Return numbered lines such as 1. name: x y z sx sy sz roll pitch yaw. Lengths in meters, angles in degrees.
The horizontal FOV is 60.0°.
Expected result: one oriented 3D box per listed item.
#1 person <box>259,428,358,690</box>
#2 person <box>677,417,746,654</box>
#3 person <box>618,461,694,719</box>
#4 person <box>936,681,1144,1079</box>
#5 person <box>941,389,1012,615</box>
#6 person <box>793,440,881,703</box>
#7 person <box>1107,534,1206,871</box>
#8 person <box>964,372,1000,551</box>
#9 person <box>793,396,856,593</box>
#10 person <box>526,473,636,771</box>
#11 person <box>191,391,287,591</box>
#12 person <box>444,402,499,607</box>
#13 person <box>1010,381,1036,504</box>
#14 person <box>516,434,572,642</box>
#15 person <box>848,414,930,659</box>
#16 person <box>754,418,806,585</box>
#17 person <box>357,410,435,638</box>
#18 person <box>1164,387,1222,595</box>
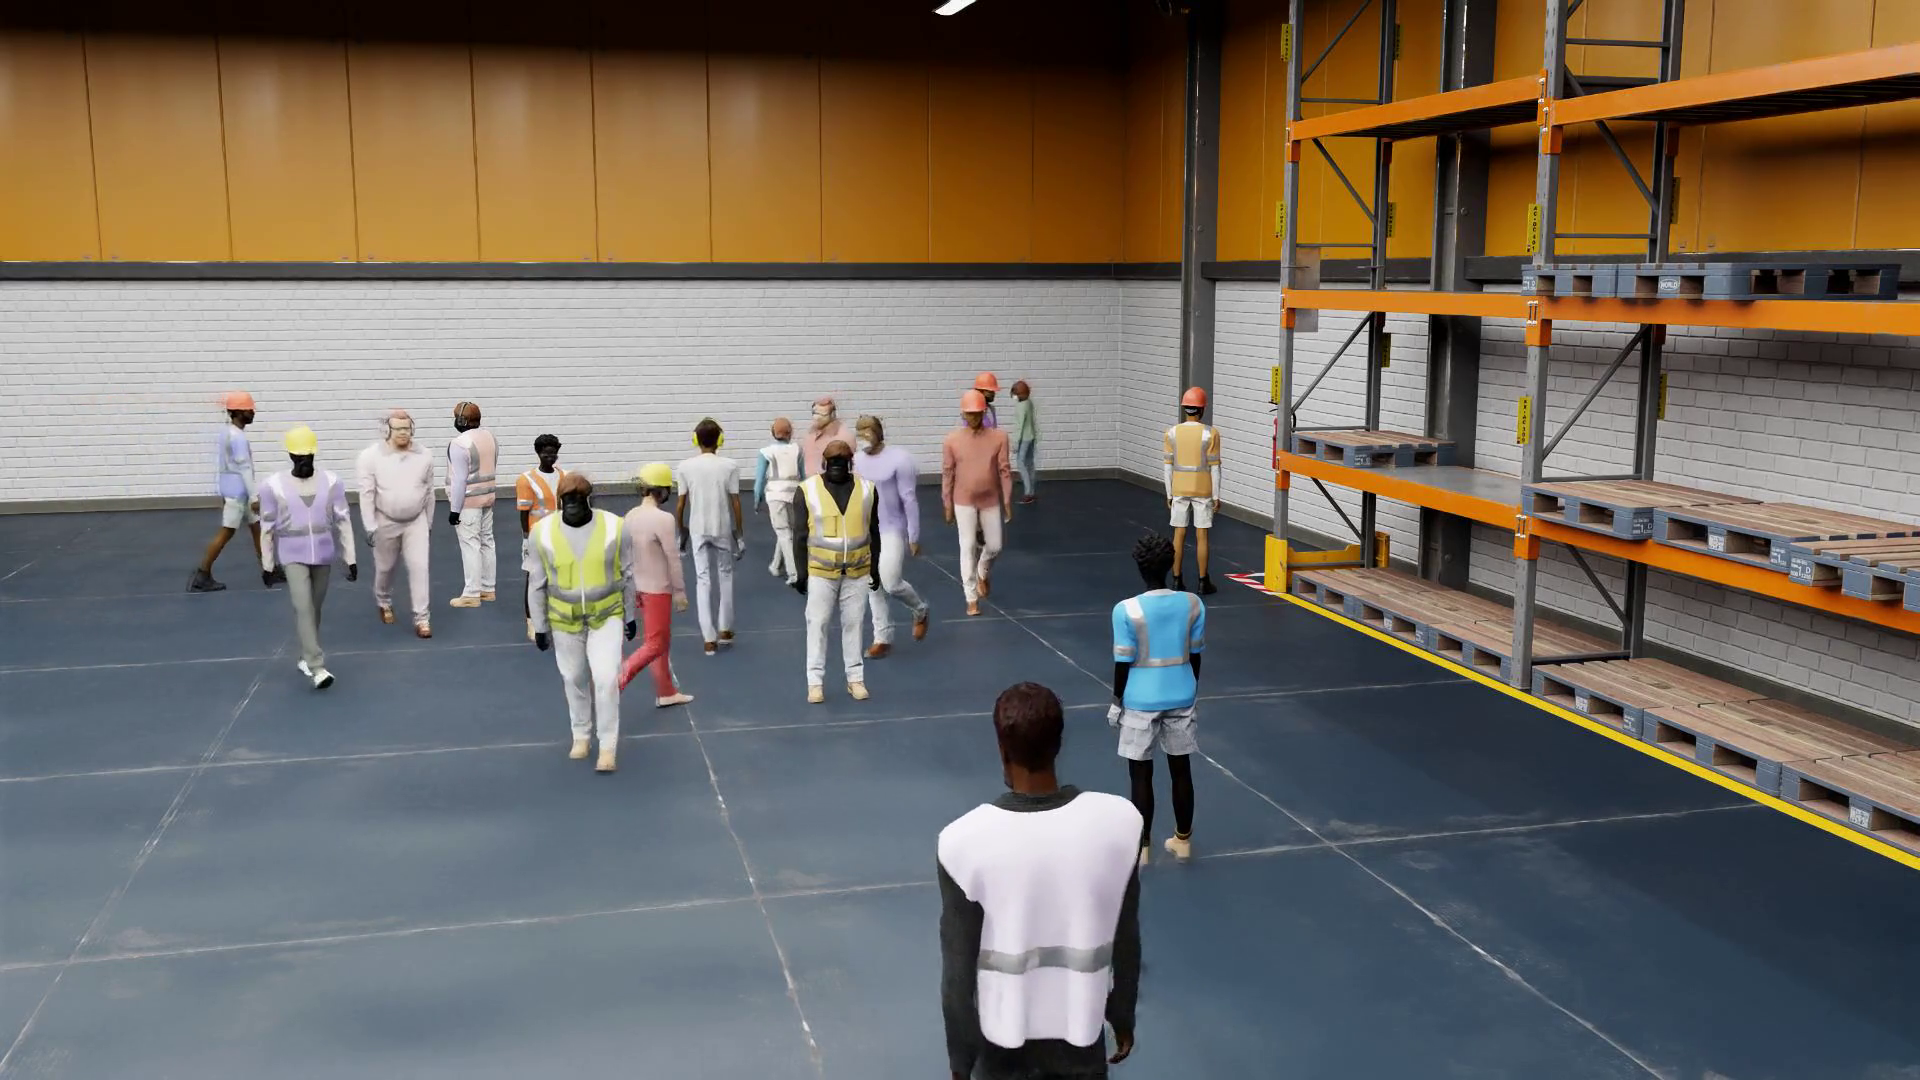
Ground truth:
1. person: -4.694 0.125 12.044 0.613 1.871 0.974 -7 12 -38
2. person: -1.978 -0.054 13.247 0.555 1.846 0.767 -1 9 -5
3. person: -2.122 0.336 11.165 0.773 1.732 0.525 -8 12 -42
4. person: 0.232 1.328 4.509 0.586 1.888 0.832 -1 9 -7
5. person: 0.137 -0.354 14.711 0.634 1.979 0.672 -1 9 -7
6. person: -0.847 0.215 11.607 0.630 1.840 0.429 -3 10 -17
7. person: 0.982 0.811 8.340 0.530 1.693 0.321 -4 10 -23
8. person: 0.259 -0.850 17.985 0.391 1.930 0.553 5 10 27
9. person: -1.241 -0.427 15.613 0.655 1.847 0.980 7 11 35
10. person: -2.278 0.491 10.031 0.637 1.800 0.765 -1 9 -8
11. person: -6.831 -0.465 15.726 1.006 1.889 0.568 -5 11 -31
12. person: -4.399 -0.321 14.950 0.429 1.844 0.626 2 9 15
13. person: 0.837 -1.295 21.751 0.316 1.609 0.627 2 9 15
14. person: -3.362 -0.025 13.561 0.322 1.692 0.534 8 12 41
15. person: -0.564 -0.043 13.003 0.673 1.909 0.621 6 11 35
16. person: -1.715 -0.377 16.070 0.537 1.593 0.844 -5 10 -29
17. person: -4.684 -0.158 13.865 0.637 1.870 0.940 -5 10 -29
18. person: 2.166 -0.452 15.463 0.545 1.939 0.354 4 10 23
